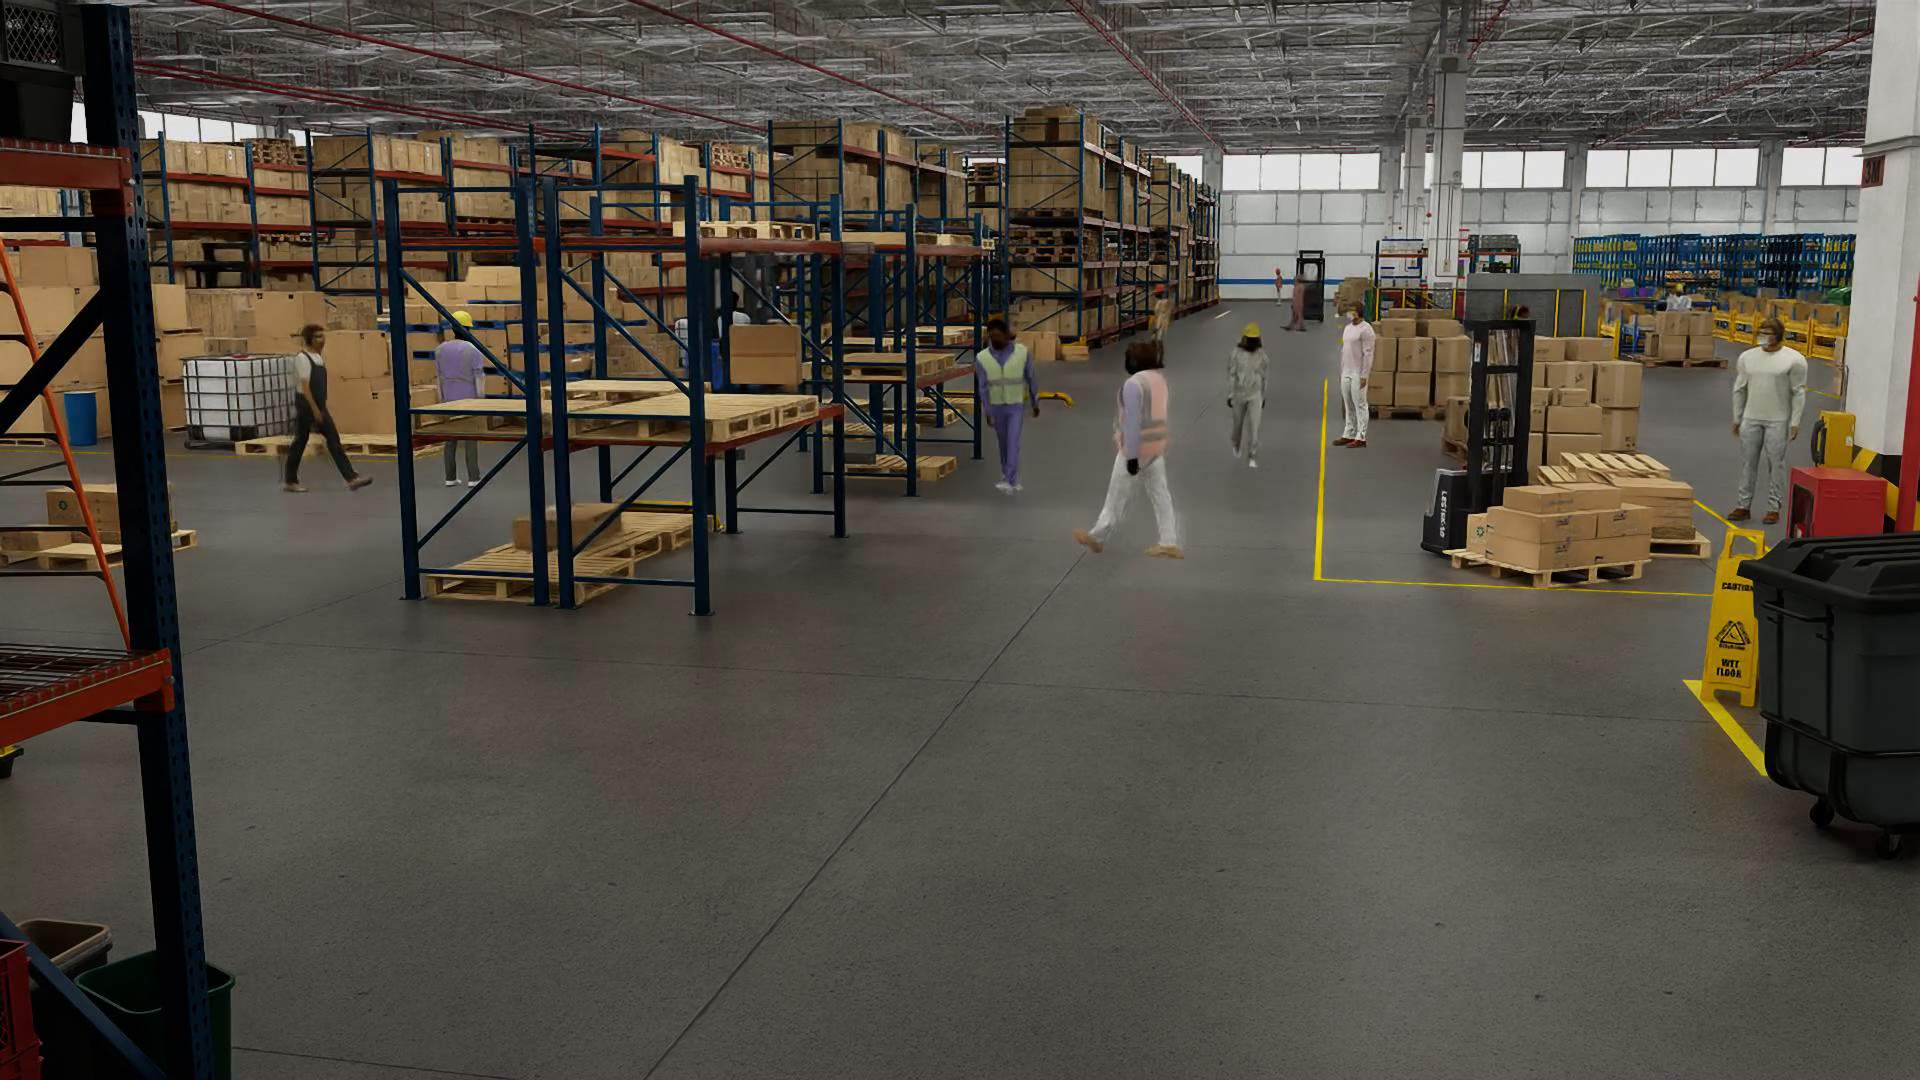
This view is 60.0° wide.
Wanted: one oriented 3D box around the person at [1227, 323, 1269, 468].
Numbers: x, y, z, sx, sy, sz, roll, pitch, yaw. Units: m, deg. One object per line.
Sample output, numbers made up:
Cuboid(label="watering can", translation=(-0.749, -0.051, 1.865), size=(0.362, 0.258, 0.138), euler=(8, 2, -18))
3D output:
Cuboid(label="person", translation=(3.451, -1.746, 19.960), size=(0.491, 1.721, 0.676), euler=(1, 10, 7))

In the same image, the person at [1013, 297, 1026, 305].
Cuboid(label="person", translation=(2.232, -8.968, 62.136), size=(0.451, 1.919, 0.660), euler=(8, 13, 41))

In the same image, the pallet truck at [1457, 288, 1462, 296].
Cuboid(label="pallet truck", translation=(20.506, -9.785, 68.819), size=(0.653, 1.274, 1.630), euler=(2, 10, 12))

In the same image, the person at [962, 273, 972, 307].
Cuboid(label="person", translation=(0.385, -12.215, 81.643), size=(0.599, 1.827, 0.403), euler=(3, 10, 20))

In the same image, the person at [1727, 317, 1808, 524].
Cuboid(label="person", translation=(7.570, -1.115, 15.604), size=(0.372, 1.936, 0.629), euler=(-9, 13, -43))

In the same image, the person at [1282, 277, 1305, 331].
Cuboid(label="person", translation=(11.528, -8.127, 57.345), size=(0.943, 1.864, 0.667), euler=(4, 10, 24))

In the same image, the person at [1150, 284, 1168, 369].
Cuboid(label="person", translation=(4.490, -4.846, 37.728), size=(0.431, 1.929, 0.554), euler=(-2, 10, -14))

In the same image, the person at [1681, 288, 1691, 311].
Cuboid(label="person", translation=(21.008, -6.528, 48.481), size=(0.535, 1.659, 0.852), euler=(3, 10, 18))

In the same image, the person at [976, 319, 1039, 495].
Cuboid(label="person", translation=(0.492, -1.408, 17.596), size=(0.637, 1.846, 0.861), euler=(2, 10, 9))

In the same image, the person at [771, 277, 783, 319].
Cuboid(label="person", translation=(-5.961, -7.588, 53.979), size=(0.394, 1.920, 0.587), euler=(-3, 10, -18))

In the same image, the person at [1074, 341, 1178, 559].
Cuboid(label="person", translation=(1.435, -0.749, 13.854), size=(0.959, 1.789, 0.657), euler=(7, 12, 36))

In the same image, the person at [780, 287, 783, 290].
Cuboid(label="person", translation=(-7.635, -10.034, 69.401), size=(0.515, 1.589, 0.817), euler=(1, 10, 7))

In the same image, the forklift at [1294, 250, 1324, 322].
Cuboid(label="forklift", translation=(13.778, -10.002, 65.433), size=(1.129, 2.768, 1.873), euler=(2, 10, 12))

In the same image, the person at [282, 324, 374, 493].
Cuboid(label="person", translation=(-6.783, -1.379, 17.590), size=(0.977, 1.792, 0.516), euler=(2, 10, 9))

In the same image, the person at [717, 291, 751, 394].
Cuboid(label="person", translation=(-3.622, -2.987, 26.598), size=(0.367, 1.966, 0.606), euler=(9, 13, 44))

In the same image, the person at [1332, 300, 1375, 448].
Cuboid(label="person", translation=(5.198, -2.180, 21.892), size=(0.364, 1.937, 0.633), euler=(-3, 10, -19))

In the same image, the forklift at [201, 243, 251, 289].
Cuboid(label="forklift", translation=(-15.726, -5.007, 35.859), size=(1.129, 2.768, 1.873), euler=(0, 10, -2))

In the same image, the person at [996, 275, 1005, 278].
Cuboid(label="person", translation=(2.308, -14.166, 92.920), size=(0.642, 1.918, 0.723), euler=(-3, 10, -19))

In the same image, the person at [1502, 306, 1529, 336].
Cuboid(label="person", translation=(7.503, -2.203, 22.306), size=(0.732, 1.844, 0.547), euler=(9, 13, 42))

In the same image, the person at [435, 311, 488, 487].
Cuboid(label="person", translation=(-5.421, -1.531, 18.135), size=(0.585, 1.918, 0.409), euler=(3, 10, 16))

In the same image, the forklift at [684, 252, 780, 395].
Cuboid(label="forklift", translation=(-3.934, -3.755, 28.444), size=(1.129, 2.768, 1.873), euler=(2, 10, 12))

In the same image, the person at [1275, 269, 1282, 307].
Cuboid(label="person", translation=(16.677, -13.216, 87.128), size=(0.415, 1.985, 0.611), euler=(1, 10, 8))

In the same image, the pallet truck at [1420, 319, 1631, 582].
Cuboid(label="pallet truck", translation=(4.543, -0.757, 13.299), size=(0.823, 1.965, 1.885), euler=(-4, 10, -22))

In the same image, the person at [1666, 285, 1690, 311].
Cuboid(label="person", translation=(19.542, -6.054, 45.294), size=(0.581, 1.797, 0.936), euler=(2, 10, 13))

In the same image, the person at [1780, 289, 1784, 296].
Cuboid(label="person", translation=(40.755, -12.387, 82.649), size=(0.560, 1.834, 0.433), euler=(1, 10, 7))

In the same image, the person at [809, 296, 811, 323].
Cuboid(label="person", translation=(-5.595, -9.257, 64.628), size=(0.844, 1.664, 0.537), euler=(8, 12, 39))
